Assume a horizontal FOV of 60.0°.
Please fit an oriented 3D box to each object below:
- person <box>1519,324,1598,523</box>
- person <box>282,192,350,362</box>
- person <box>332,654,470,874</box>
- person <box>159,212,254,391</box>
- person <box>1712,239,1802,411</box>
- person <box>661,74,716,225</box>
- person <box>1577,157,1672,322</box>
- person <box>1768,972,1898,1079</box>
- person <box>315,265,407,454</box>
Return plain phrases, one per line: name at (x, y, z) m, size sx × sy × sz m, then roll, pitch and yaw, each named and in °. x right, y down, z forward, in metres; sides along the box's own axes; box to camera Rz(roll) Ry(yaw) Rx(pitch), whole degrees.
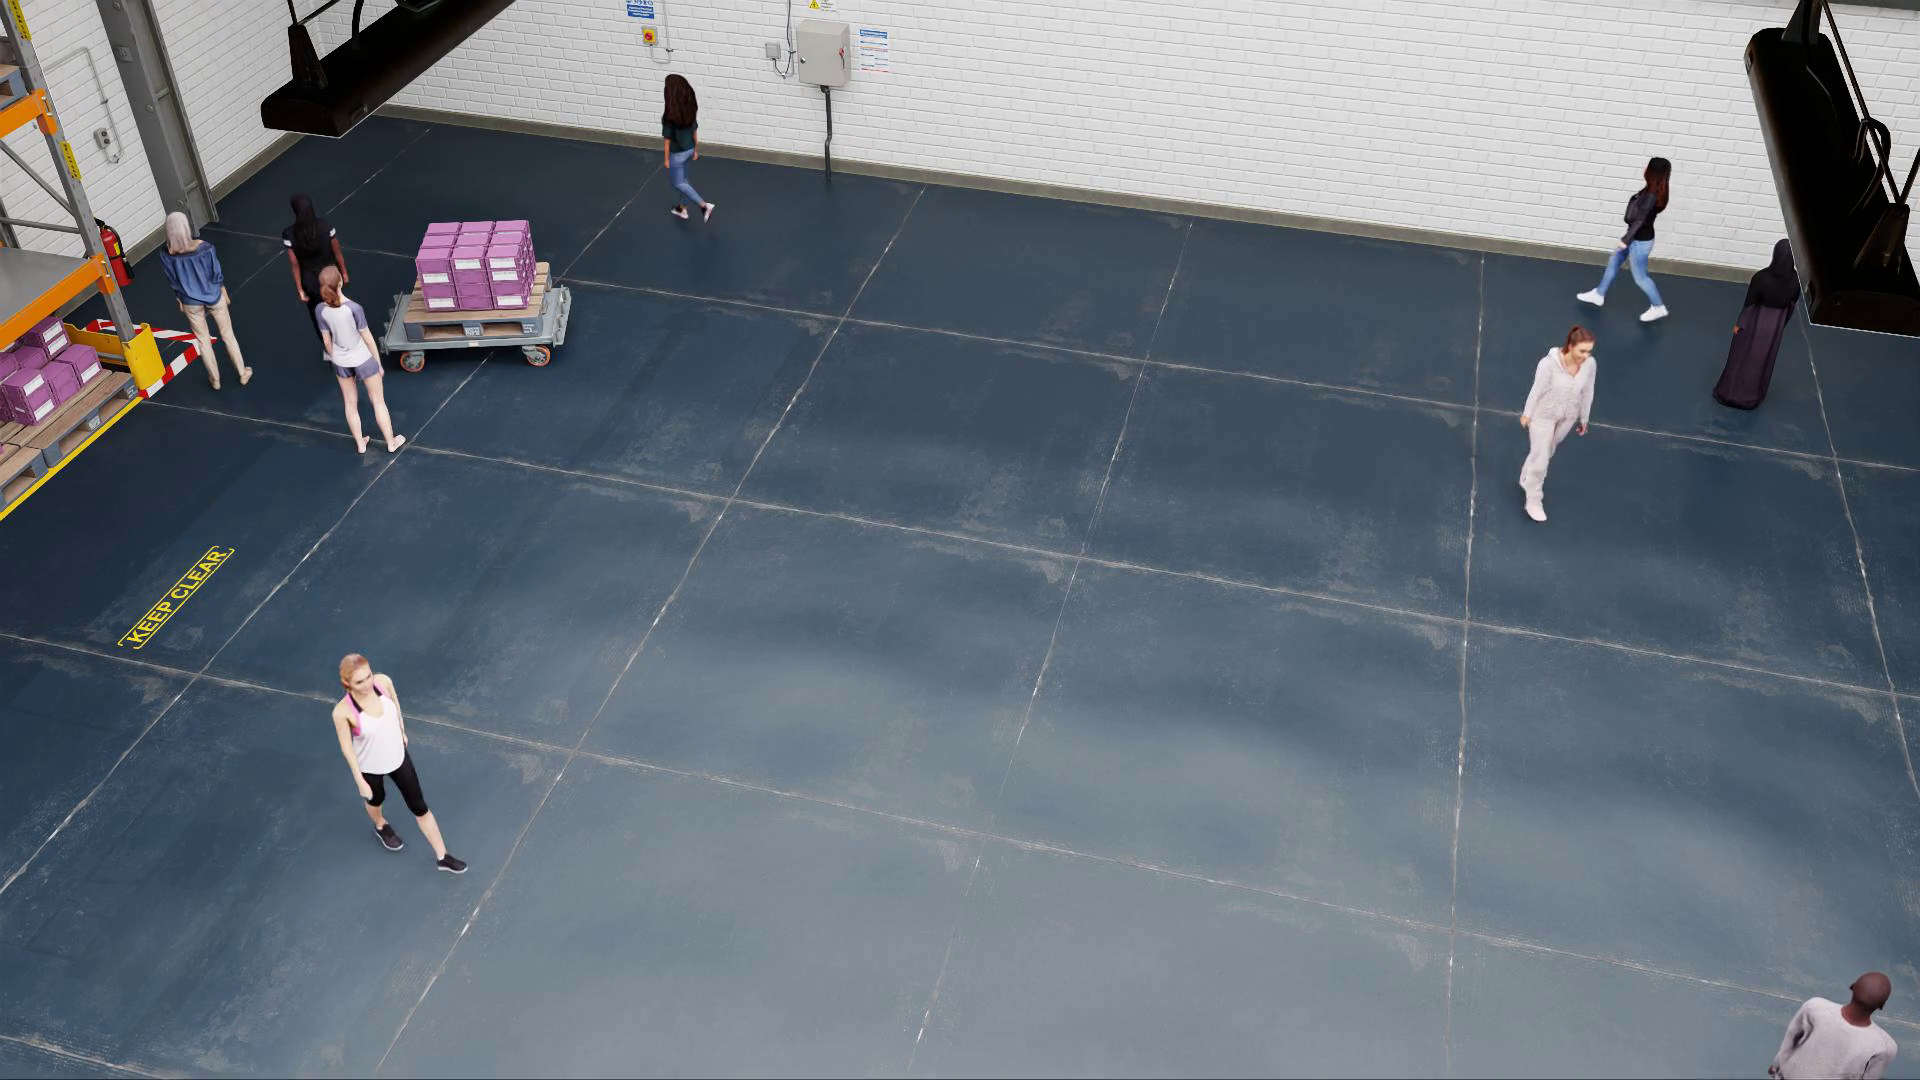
person at (4.732, -1.046, 13.386) m, size 0.862 × 1.660 × 0.987 m, roll -7°, pitch 39°, yaw -8°
person at (-5.688, -2.273, 14.879) m, size 0.756 × 1.715 × 0.810 m, roll -16°, pitch 41°, yaw -19°
person at (-3.663, 1.336, 10.335) m, size 0.971 × 1.745 × 1.098 m, roll 26°, pitch 46°, yaw 29°
person at (-6.691, -2.115, 14.694) m, size 0.712 × 1.698 × 0.742 m, roll -13°, pitch 40°, yaw -15°
person at (6.985, -1.889, 14.479) m, size 0.637 × 1.614 × 0.631 m, roll 3°, pitch 39°, yaw 4°
person at (-2.825, -3.973, 17.100) m, size 0.838 × 1.599 × 0.932 m, roll 24°, pitch 44°, yaw 27°
person at (6.448, -2.787, 15.615) m, size 0.854 × 1.599 × 1.082 m, roll 18°, pitch 42°, yaw 21°
person at (4.369, 2.790, 8.494) m, size 0.689 × 1.771 × 0.677 m, roll 29°, pitch 47°, yaw 31°
person at (-5.054, -1.494, 13.860) m, size 0.637 × 1.768 × 0.640 m, roll 0°, pitch 39°, yaw 0°
